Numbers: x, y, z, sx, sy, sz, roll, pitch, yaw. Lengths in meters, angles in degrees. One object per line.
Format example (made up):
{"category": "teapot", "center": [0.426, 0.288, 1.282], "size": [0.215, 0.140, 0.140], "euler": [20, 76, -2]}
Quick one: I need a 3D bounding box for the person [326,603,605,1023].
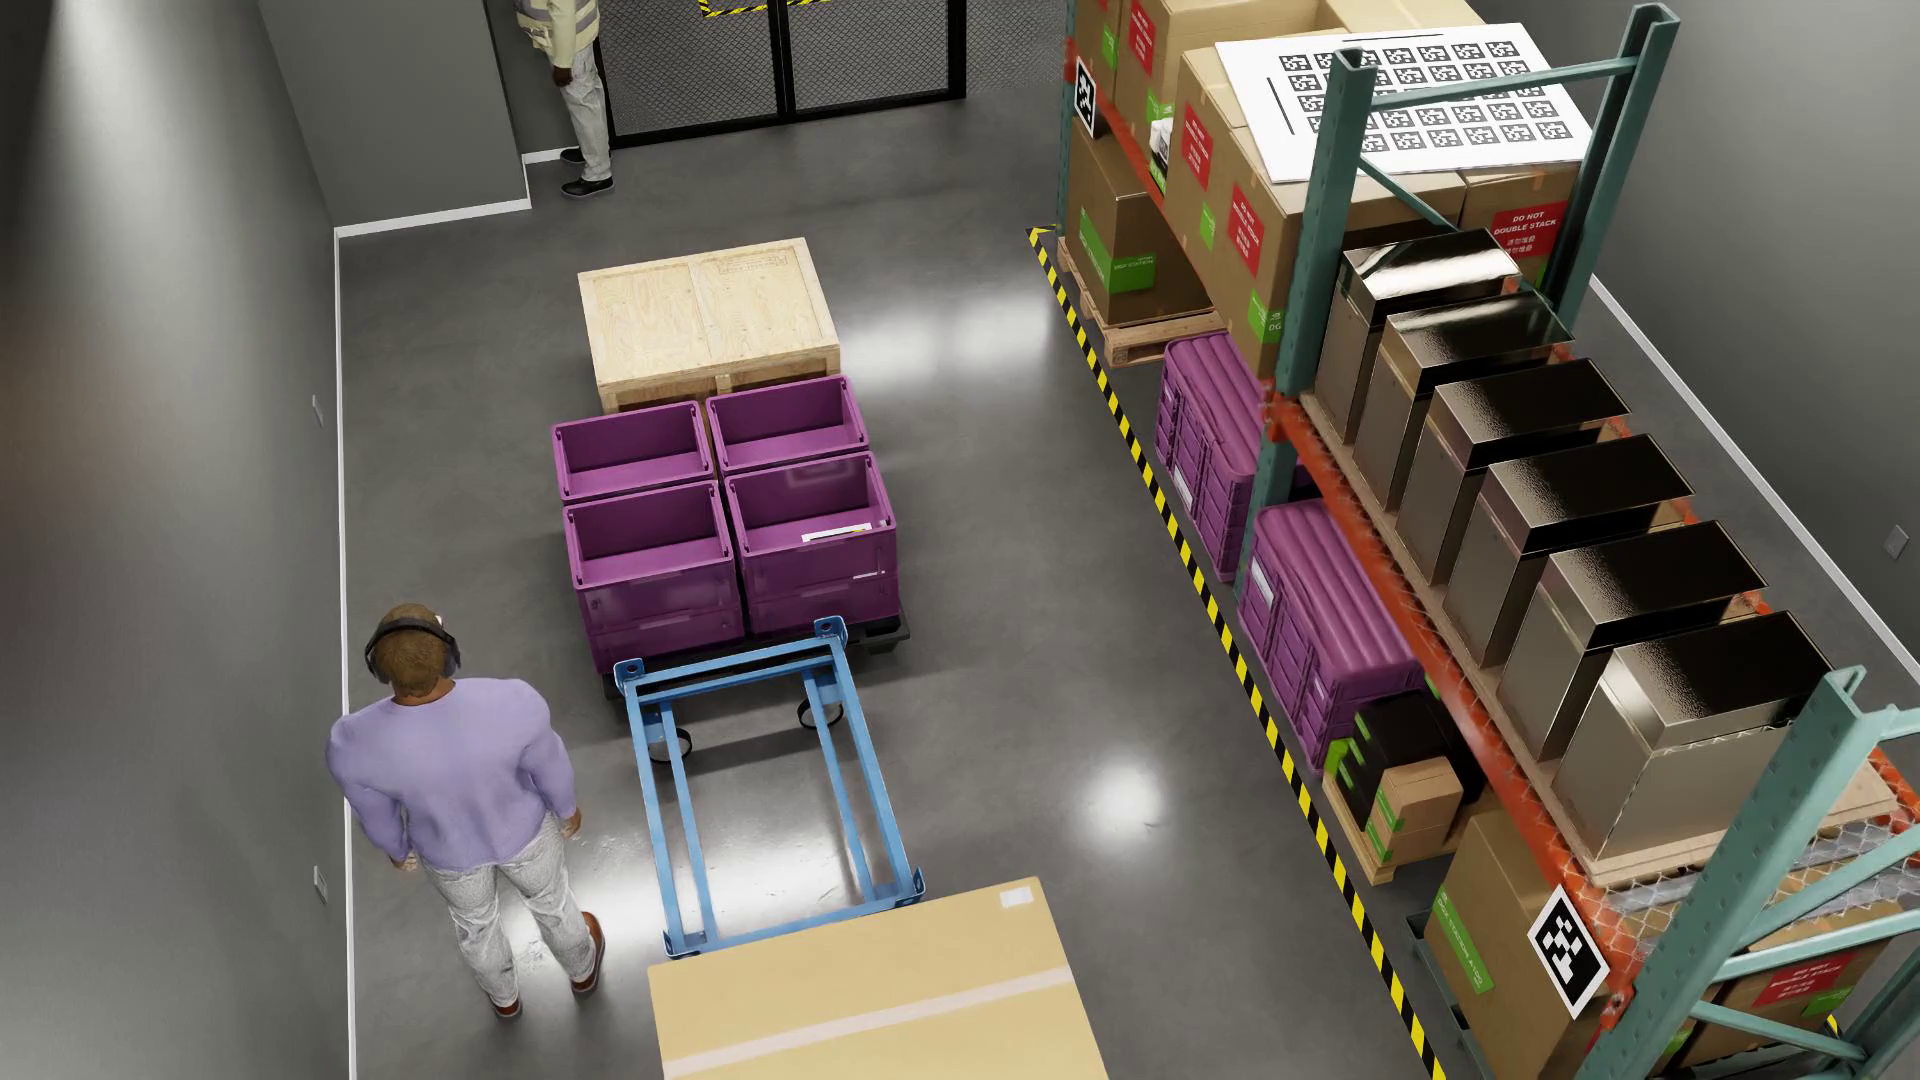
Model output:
{"category": "person", "center": [-1.468, 0.873, 5.084], "size": [0.627, 1.941, 0.370], "euler": [-12, 49, -11]}

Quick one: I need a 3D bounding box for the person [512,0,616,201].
{"category": "person", "center": [-1.996, -2.557, 8.305], "size": [0.404, 1.835, 0.587], "euler": [-4, 48, -4]}
